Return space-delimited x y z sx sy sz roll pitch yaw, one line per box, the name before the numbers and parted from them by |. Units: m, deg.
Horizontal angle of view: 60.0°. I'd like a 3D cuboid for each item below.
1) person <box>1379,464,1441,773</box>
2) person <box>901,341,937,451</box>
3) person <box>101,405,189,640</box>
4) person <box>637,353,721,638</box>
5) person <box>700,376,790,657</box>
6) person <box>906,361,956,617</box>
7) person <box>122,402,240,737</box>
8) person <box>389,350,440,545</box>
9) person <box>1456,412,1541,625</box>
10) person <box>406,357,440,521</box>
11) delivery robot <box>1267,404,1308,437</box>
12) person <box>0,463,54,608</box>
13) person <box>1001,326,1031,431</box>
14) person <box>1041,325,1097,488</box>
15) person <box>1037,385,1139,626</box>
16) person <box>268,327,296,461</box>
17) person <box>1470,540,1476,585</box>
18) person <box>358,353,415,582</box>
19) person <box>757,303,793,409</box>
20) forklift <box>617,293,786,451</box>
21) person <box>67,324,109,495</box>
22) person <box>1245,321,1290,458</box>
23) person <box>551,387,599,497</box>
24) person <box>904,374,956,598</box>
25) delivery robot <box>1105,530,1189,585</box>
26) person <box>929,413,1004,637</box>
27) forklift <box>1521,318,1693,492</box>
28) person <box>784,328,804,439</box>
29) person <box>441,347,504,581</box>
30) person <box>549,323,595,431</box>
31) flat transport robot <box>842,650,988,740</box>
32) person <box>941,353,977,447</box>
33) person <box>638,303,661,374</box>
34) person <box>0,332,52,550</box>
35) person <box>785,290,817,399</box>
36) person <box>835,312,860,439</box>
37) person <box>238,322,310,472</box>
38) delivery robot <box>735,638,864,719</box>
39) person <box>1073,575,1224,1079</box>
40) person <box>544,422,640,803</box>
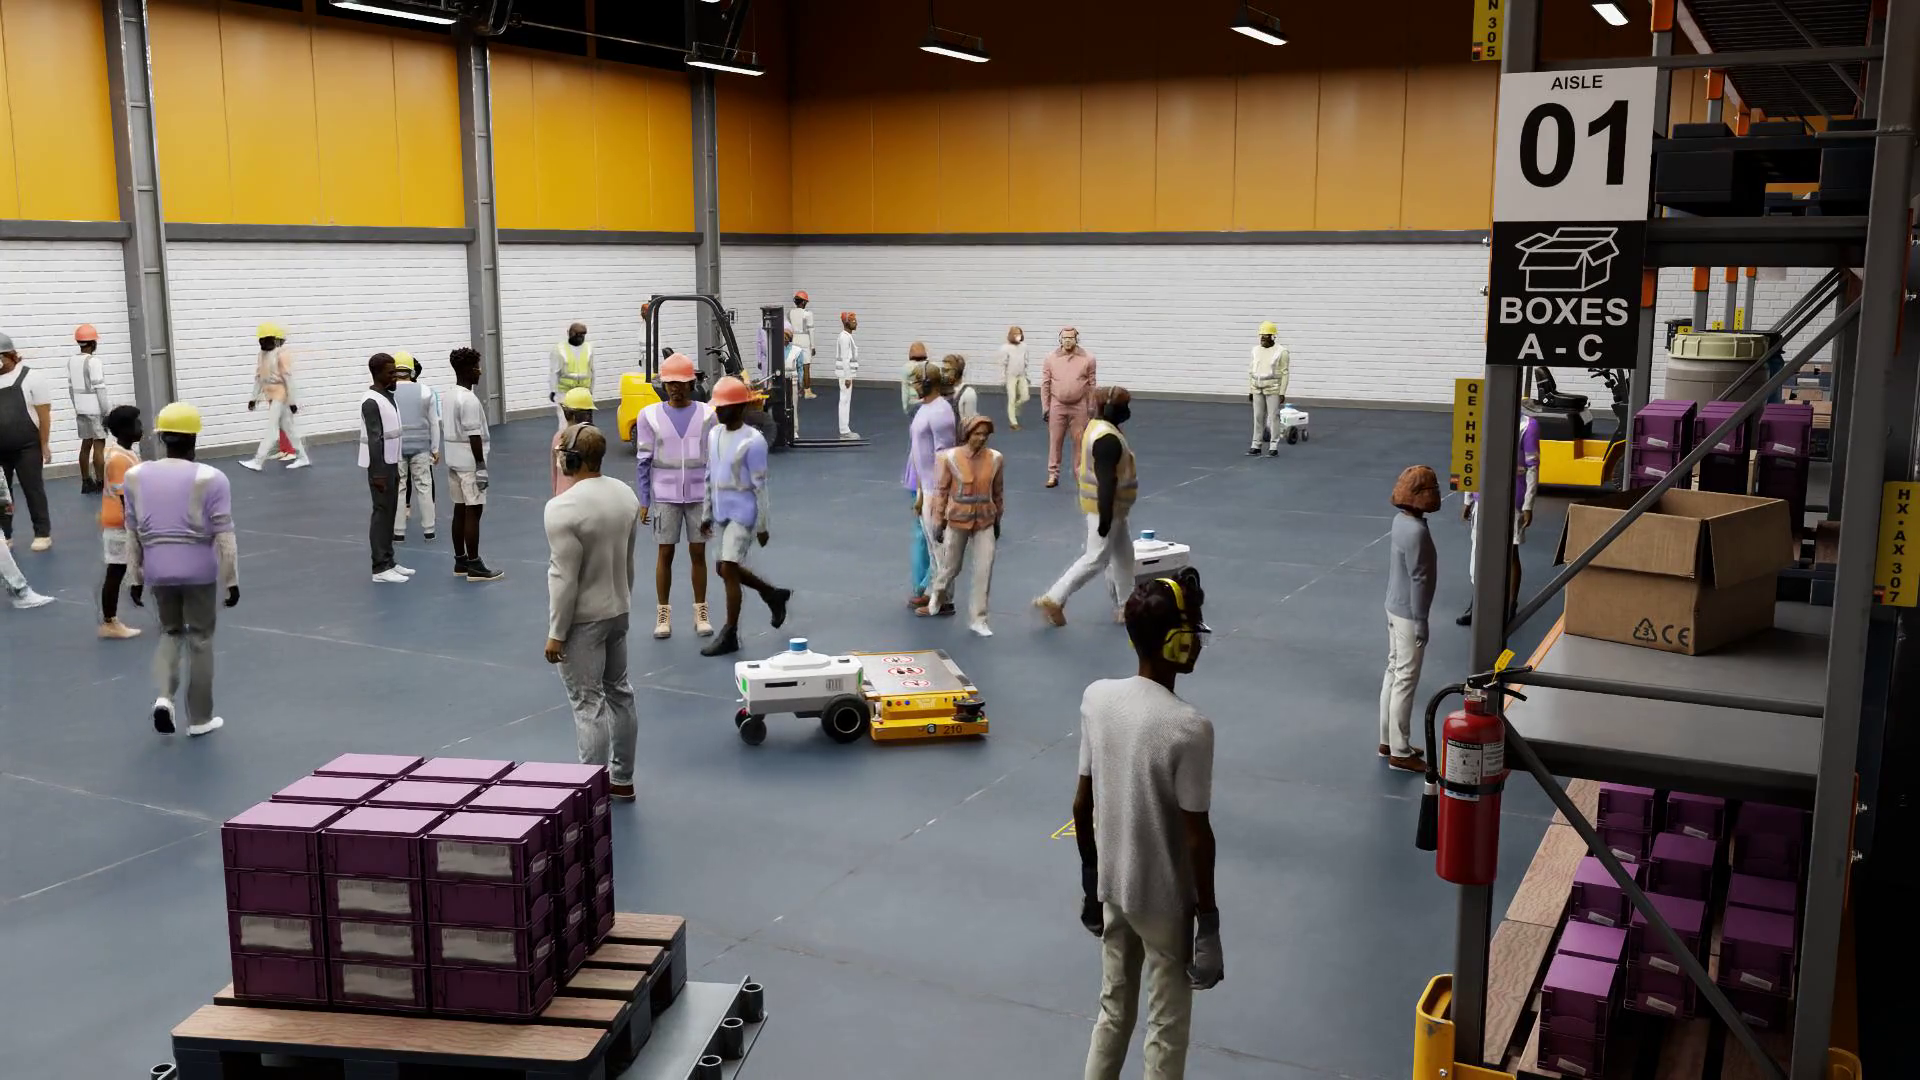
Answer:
person | 2.411 0.410 8.871 0.280 1.636 0.503 0 10 3
person | -0.517 -1.794 21.720 0.499 1.603 0.764 -1 10 -5
person | -5.781 -0.124 11.840 0.768 1.666 0.552 -3 10 -16
person | -1.983 -0.311 11.870 0.616 2.040 0.381 -2 10 -14
person | -1.497 -0.186 11.514 0.793 1.912 0.539 -9 13 -43
person | -0.201 -0.383 12.606 0.375 1.934 0.628 -2 10 -10
person | -4.385 0.180 9.399 0.607 1.911 0.454 0 10 -1
person | -5.230 -0.872 15.728 0.599 1.830 0.404 -5 11 -25
person | 3.916 -0.301 12.119 0.550 1.935 0.375 10 14 44
person | -5.577 -1.022 16.987 0.533 1.697 0.319 0 10 0
delivery robot | 4.761 -1.736 24.151 0.477 0.478 0.707 8 13 40
person | -7.526 -0.306 12.835 0.892 1.689 0.501 0 10 -2
person | 0.869 -2.508 25.779 0.520 1.622 0.362 -5 11 -28
person | 1.271 -1.554 19.461 0.652 1.906 0.402 1 10 6
person | 1.011 -0.240 12.173 0.862 1.807 0.635 0 10 1
person | -9.017 -1.934 22.056 0.303 1.772 0.525 -10 14 -44
person | 4.433 -0.415 13.644 0.523 1.636 0.310 -3 10 -16
person | -4.838 -0.609 13.955 0.377 1.917 0.600 -1 10 -7
person | -3.141 -3.040 28.049 0.641 1.913 0.407 3 10 18
forklift | -3.588 -2.317 23.042 2.313 2.155 1.214 -1 10 -5
person | -9.876 -1.483 18.956 0.552 1.937 0.359 5 11 28
person | 4.129 -2.021 22.372 0.591 1.834 0.404 9 13 43
person | -2.805 -0.241 12.270 0.329 1.765 0.533 -9 13 -41
person | -0.166 -0.383 12.925 0.512 1.822 0.537 -2 10 -13
delivery robot | 1.478 0.166 13.140 0.707 0.478 0.477 -8 13 -38
person | 0.034 -0.135 12.109 0.537 1.606 0.680 -3 10 -18
forklift | 7.066 -1.601 18.899 2.313 2.155 1.214 5 11 27
person | -2.573 -2.314 24.633 0.514 1.640 0.310 -1 10 -5
person | -4.131 -0.639 13.992 0.367 1.966 0.606 -8 12 -37
person | -5.154 -1.974 22.168 0.708 1.799 0.858 -6 11 -29
flat transport robot | -0.304 0.899 9.991 0.652 0.197 1.431 -2 10 -12
person | 0.033 -0.863 15.728 0.750 1.825 0.512 -7 12 -35
person | -5.386 -3.150 28.771 0.355 1.883 0.576 -9 13 -42
person | -8.749 -0.904 15.306 0.690 2.000 0.536 -1 10 -6
person | -2.979 -3.668 31.313 0.607 2.041 0.377 5 11 25
person | -1.658 -2.423 24.561 0.362 1.882 0.576 0 10 -2
person | -8.691 -1.795 20.953 0.592 1.872 0.993 9 13 43
delivery robot | -0.917 0.803 9.453 0.707 0.478 0.477 -2 10 -13
person | 0.534 1.022 4.672 0.309 1.864 0.535 -8 12 -38
person | -1.803 0.390 8.114 0.372 1.940 0.630 4 11 22
